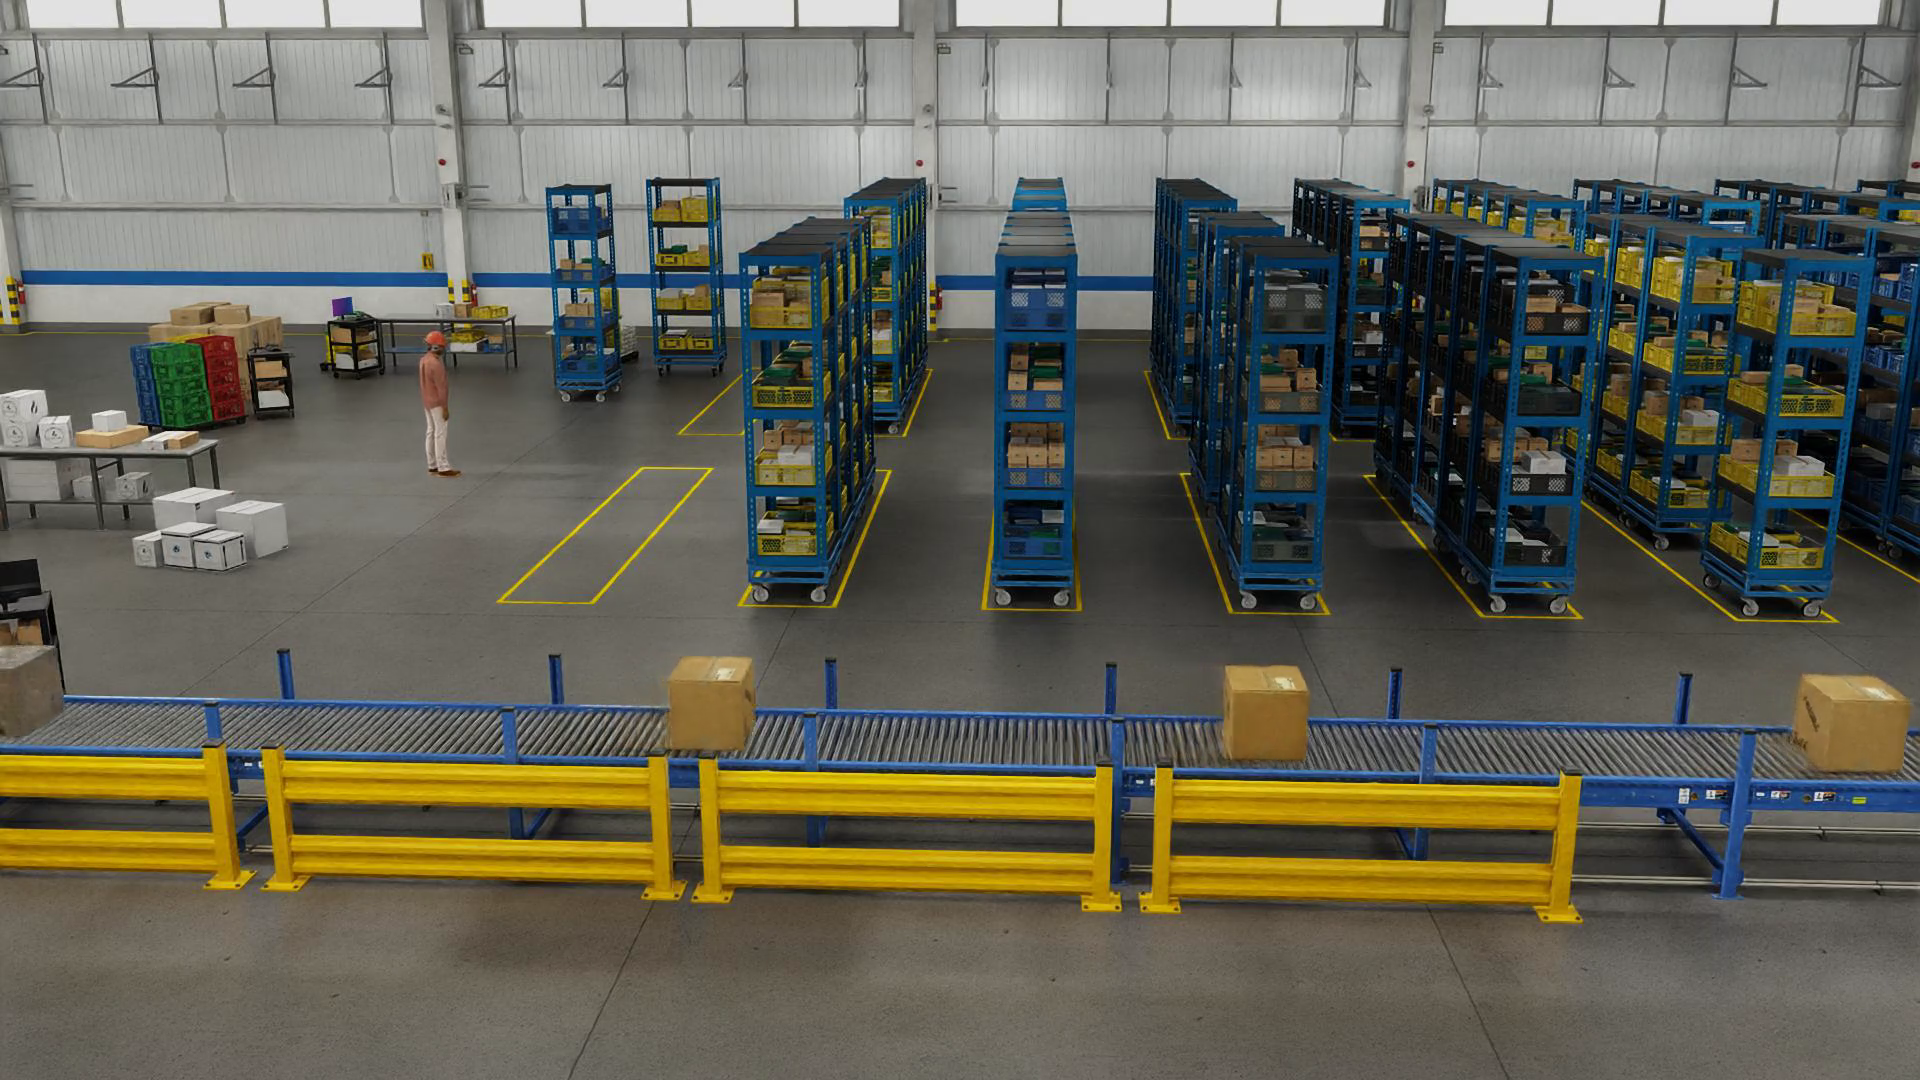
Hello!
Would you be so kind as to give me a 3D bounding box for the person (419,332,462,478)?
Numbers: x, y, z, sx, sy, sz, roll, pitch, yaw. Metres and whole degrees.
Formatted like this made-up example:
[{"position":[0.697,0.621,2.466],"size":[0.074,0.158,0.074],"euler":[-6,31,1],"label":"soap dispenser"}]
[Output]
[{"position":[-7.096,-1.840,22.613],"size":[0.408,1.982,0.612],"euler":[-13,20,-39],"label":"person"}]
